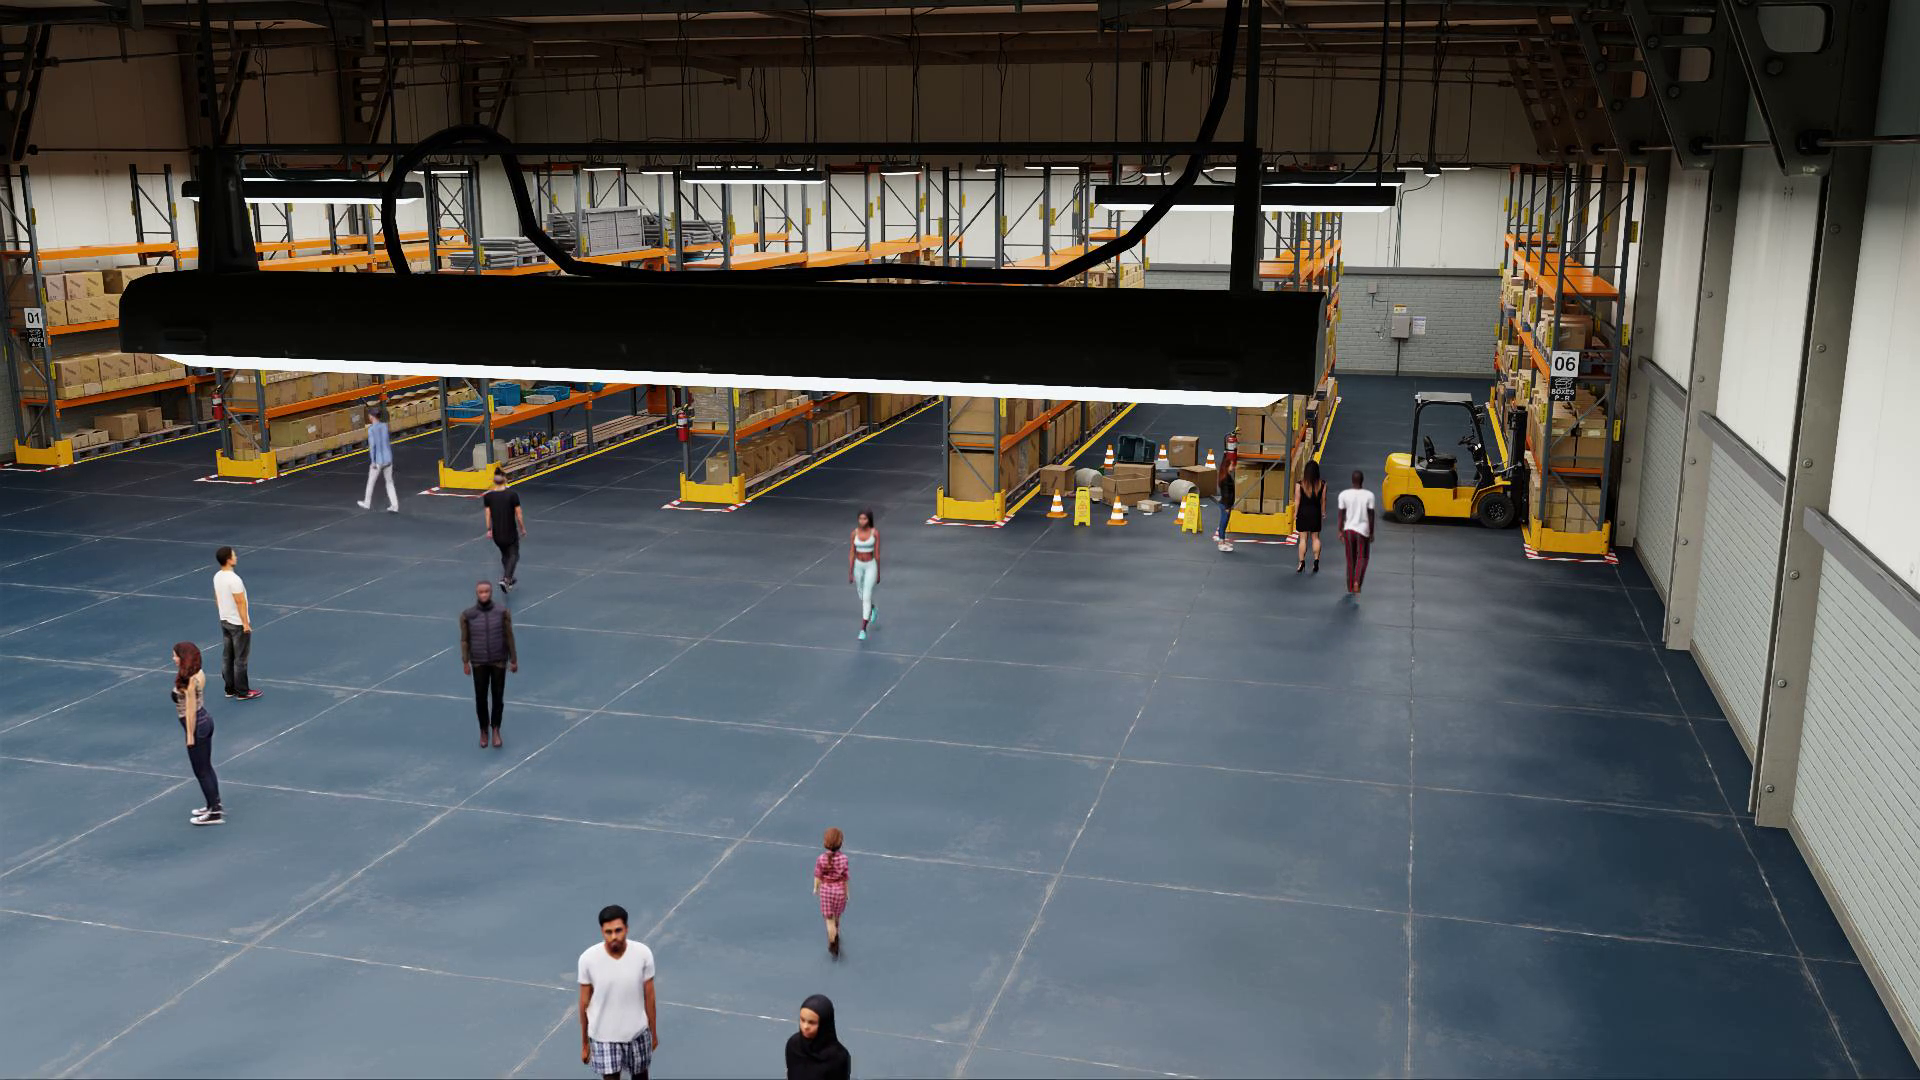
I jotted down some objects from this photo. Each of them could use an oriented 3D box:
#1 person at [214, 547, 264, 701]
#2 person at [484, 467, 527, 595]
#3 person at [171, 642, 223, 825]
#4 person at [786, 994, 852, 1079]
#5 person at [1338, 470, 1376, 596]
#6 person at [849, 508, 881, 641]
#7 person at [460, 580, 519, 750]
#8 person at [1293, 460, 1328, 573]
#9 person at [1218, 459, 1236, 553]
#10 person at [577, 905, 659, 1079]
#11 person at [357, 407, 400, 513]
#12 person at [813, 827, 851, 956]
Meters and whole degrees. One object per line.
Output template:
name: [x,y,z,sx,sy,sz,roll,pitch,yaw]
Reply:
person: [-8.446,0.955,19.318,0.698,1.805,0.652,9,16,33]
person: [-6.541,-0.130,23.917,0.744,1.843,1.087,2,13,8]
person: [-7.206,1.801,15.743,0.749,1.769,0.640,-3,13,-13]
person: [-0.757,3.323,9.530,0.705,1.607,0.818,7,15,28]
person: [5.657,-0.080,23.735,0.695,1.827,0.796,4,14,18]
person: [-1.215,0.417,21.877,0.572,1.698,1.089,3,13,14]
person: [-5.024,1.300,17.782,0.839,1.825,0.864,-4,14,-18]
person: [5.302,-0.361,25.193,0.734,1.717,0.709,-1,13,-4]
person: [4.258,-0.582,26.666,0.638,1.483,0.463,2,13,9]
person: [-2.136,3.062,10.421,0.861,1.713,0.979,-3,13,-13]
person: [-10.149,-1.386,29.325,0.948,1.850,1.091,9,16,33]
person: [-1.012,2.794,13.161,0.629,0.998,0.796,-3,13,-11]
